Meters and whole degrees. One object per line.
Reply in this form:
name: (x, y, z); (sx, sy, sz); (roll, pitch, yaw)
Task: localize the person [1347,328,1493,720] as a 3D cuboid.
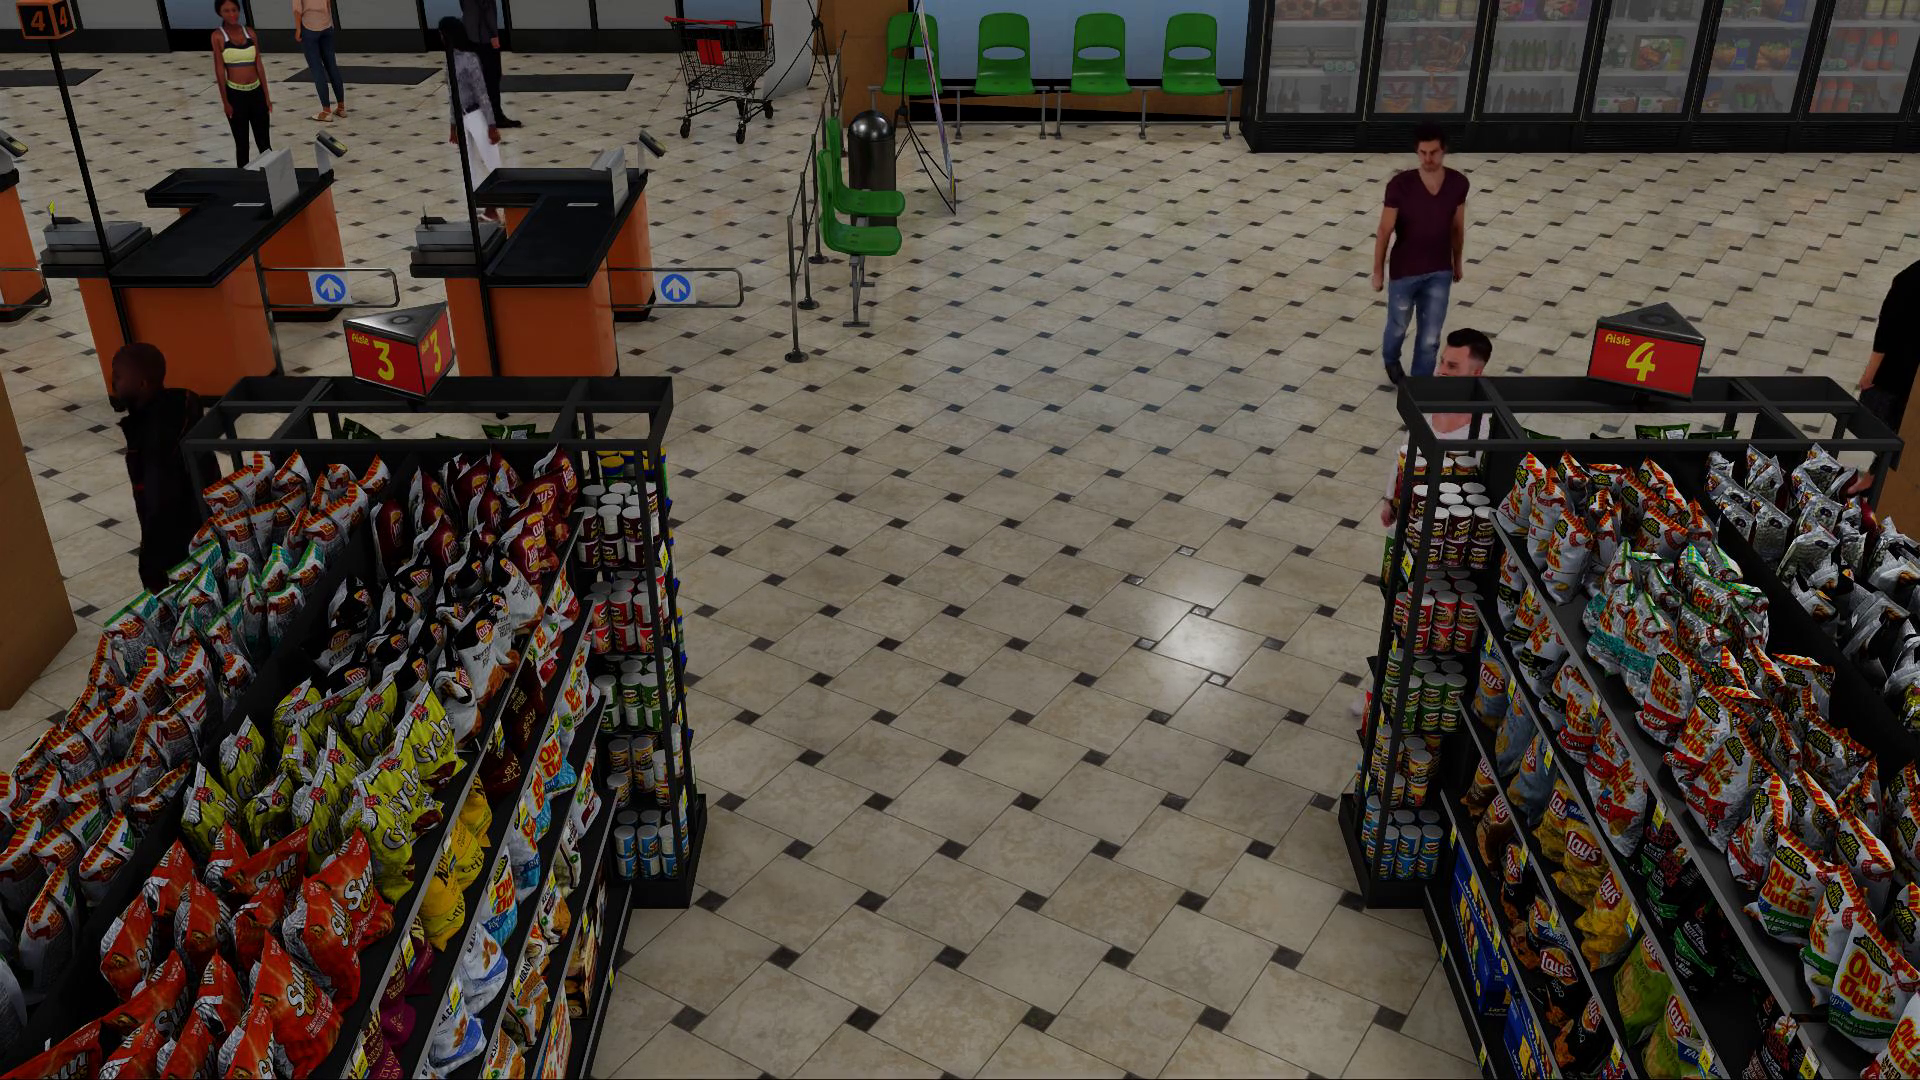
person: (2.140, -0.089, 7.316); (1.054, 1.816, 1.160); (-14, 32, -24)

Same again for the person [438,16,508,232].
person: (-3.823, -3.307, 13.326); (0.796, 1.705, 0.853); (17, 33, 28)

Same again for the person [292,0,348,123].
person: (-6.377, -5.068, 16.460); (0.734, 1.792, 0.628); (17, 33, 28)

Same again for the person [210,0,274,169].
person: (-6.016, -3.698, 13.990); (0.638, 1.755, 0.693); (-24, 37, -37)

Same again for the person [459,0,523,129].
person: (-4.663, -4.986, 16.259); (0.869, 1.841, 0.778); (-21, 35, -33)

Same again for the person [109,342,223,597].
person: (-3.231, -0.022, 7.203); (0.945, 1.807, 0.943); (-10, 30, -18)

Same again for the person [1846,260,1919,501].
person: (5.138, -0.890, 8.901); (0.815, 1.703, 0.899); (-12, 31, -21)

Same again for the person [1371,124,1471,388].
person: (2.828, -1.680, 10.261); (0.817, 1.786, 1.196); (1, 29, 2)
